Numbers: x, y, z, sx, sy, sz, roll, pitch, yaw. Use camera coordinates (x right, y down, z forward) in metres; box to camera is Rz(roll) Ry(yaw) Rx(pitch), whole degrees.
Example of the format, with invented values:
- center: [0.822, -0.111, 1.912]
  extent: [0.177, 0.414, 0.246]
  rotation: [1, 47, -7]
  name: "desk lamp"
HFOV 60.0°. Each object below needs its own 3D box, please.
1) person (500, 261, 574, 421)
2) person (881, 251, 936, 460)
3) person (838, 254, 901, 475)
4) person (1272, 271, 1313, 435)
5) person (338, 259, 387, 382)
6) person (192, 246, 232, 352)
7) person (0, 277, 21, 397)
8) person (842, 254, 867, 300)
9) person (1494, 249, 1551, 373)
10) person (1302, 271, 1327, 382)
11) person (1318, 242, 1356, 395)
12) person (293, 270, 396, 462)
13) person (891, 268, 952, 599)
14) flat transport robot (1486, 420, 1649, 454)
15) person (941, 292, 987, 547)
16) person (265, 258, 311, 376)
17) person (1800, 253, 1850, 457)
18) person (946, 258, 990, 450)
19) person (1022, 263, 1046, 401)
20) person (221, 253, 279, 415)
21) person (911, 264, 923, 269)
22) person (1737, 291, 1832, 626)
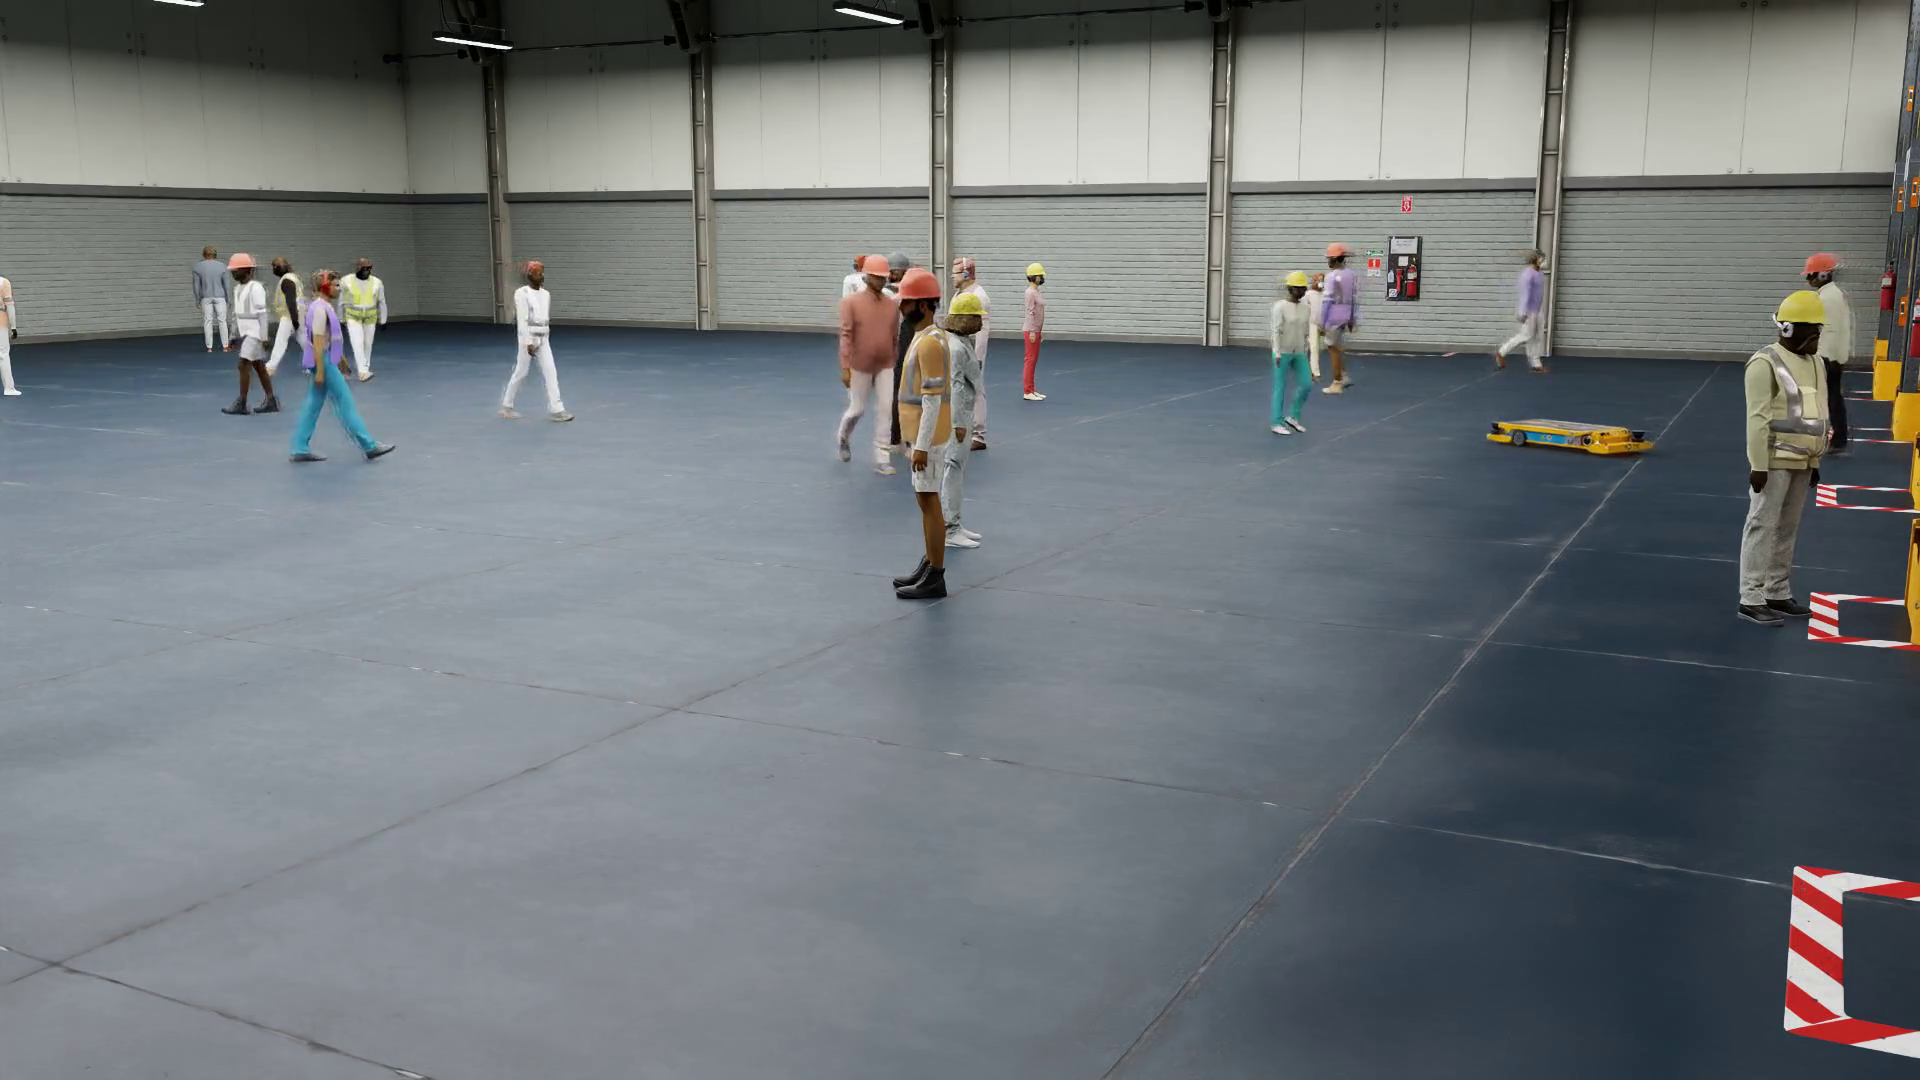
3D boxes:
- center: [-4.937, -2.283, 19.173]
  extent: [0.998, 1.842, 0.592]
  rotation: [6, 12, 30]
  name: "person"
- center: [-0.553, -1.801, 15.954]
  extent: [0.686, 2.000, 1.001]
  rotation: [-7, 13, -34]
  name: "person"
- center: [-0.842, -1.587, 15.006]
  extent: [0.619, 1.970, 0.774]
  rotation: [-5, 12, -27]
  name: "person"
- center: [3.534, -1.985, 17.752]
  extent: [0.541, 1.754, 0.417]
  rotation: [-5, 12, -26]
  name: "person"
- center: [-8.712, -3.198, 24.282]
  extent: [0.674, 1.783, 0.922]
  rotation: [-6, 12, -31]
  name: "person"
- center: [-13.637, -4.394, 30.370]
  extent: [0.636, 1.939, 0.365]
  rotation: [-4, 11, -20]
  name: "person"
- center: [-12.798, -2.854, 21.996]
  extent: [0.594, 1.928, 0.364]
  rotation: [-2, 11, -10]
  name: "person"
- center: [-1.418, -3.236, 24.271]
  extent: [0.584, 1.860, 0.770]
  rotation: [-6, 12, -28]
  name: "person"
- center: [8.828, -3.561, 25.923]
  extent: [0.772, 1.919, 0.636]
  rotation: [8, 13, 37]
  name: "person"
- center: [5.245, -3.144, 24.465]
  extent: [0.504, 1.610, 0.735]
  rotation: [-1, 10, -8]
  name: "person"
- center: [5.006, -2.946, 22.227]
  extent: [0.430, 2.028, 0.652]
  rotation: [10, 14, 42]
  name: "person"
- center: [-5.882, -1.633, 15.690]
  extent: [0.955, 1.793, 0.592]
  rotation: [-4, 11, -22]
  name: "person"
- center: [-0.227, -0.621, 9.799]
  extent: [0.353, 1.939, 0.544]
  rotation: [-1, 10, -4]
  name: "person"
- center: [6.092, -1.055, 16.717]
  extent: [0.652, 0.197, 1.431]
  rotation: [-7, 13, -34]
  name: "flat transport robot"
- center: [0.028, -0.829, 11.463]
  extent: [0.323, 1.743, 0.489]
  rotation: [1, 10, 5]
  name: "person"
- center: [-10.281, -3.386, 25.311]
  extent: [1.012, 1.776, 0.668]
  rotation: [-3, 11, -18]
  name: "person"
- center: [8.275, -1.771, 16.036]
  extent: [0.760, 1.953, 0.616]
  rotation: [7, 12, 33]
  name: "person"
- center: [0.054, -1.843, 16.557]
  extent: [0.400, 1.905, 0.644]
  rotation: [-4, 11, -21]
  name: "person"
- center: [0.969, -2.699, 21.592]
  extent: [0.301, 1.772, 0.525]
  rotation: [2, 11, 12]
  name: "person"
- center: [-8.563, -2.437, 19.785]
  extent: [0.562, 1.902, 0.850]
  rotation: [10, 14, 43]
  name: "person"
- center: [-0.853, -4.484, 31.818]
  extent: [0.878, 1.591, 0.526]
  rotation: [2, 11, 11]
  name: "person"
- center: [4.551, -0.450, 9.160]
  extent: [0.592, 1.830, 0.404]
  rotation: [-7, 13, -34]
  name: "person"
